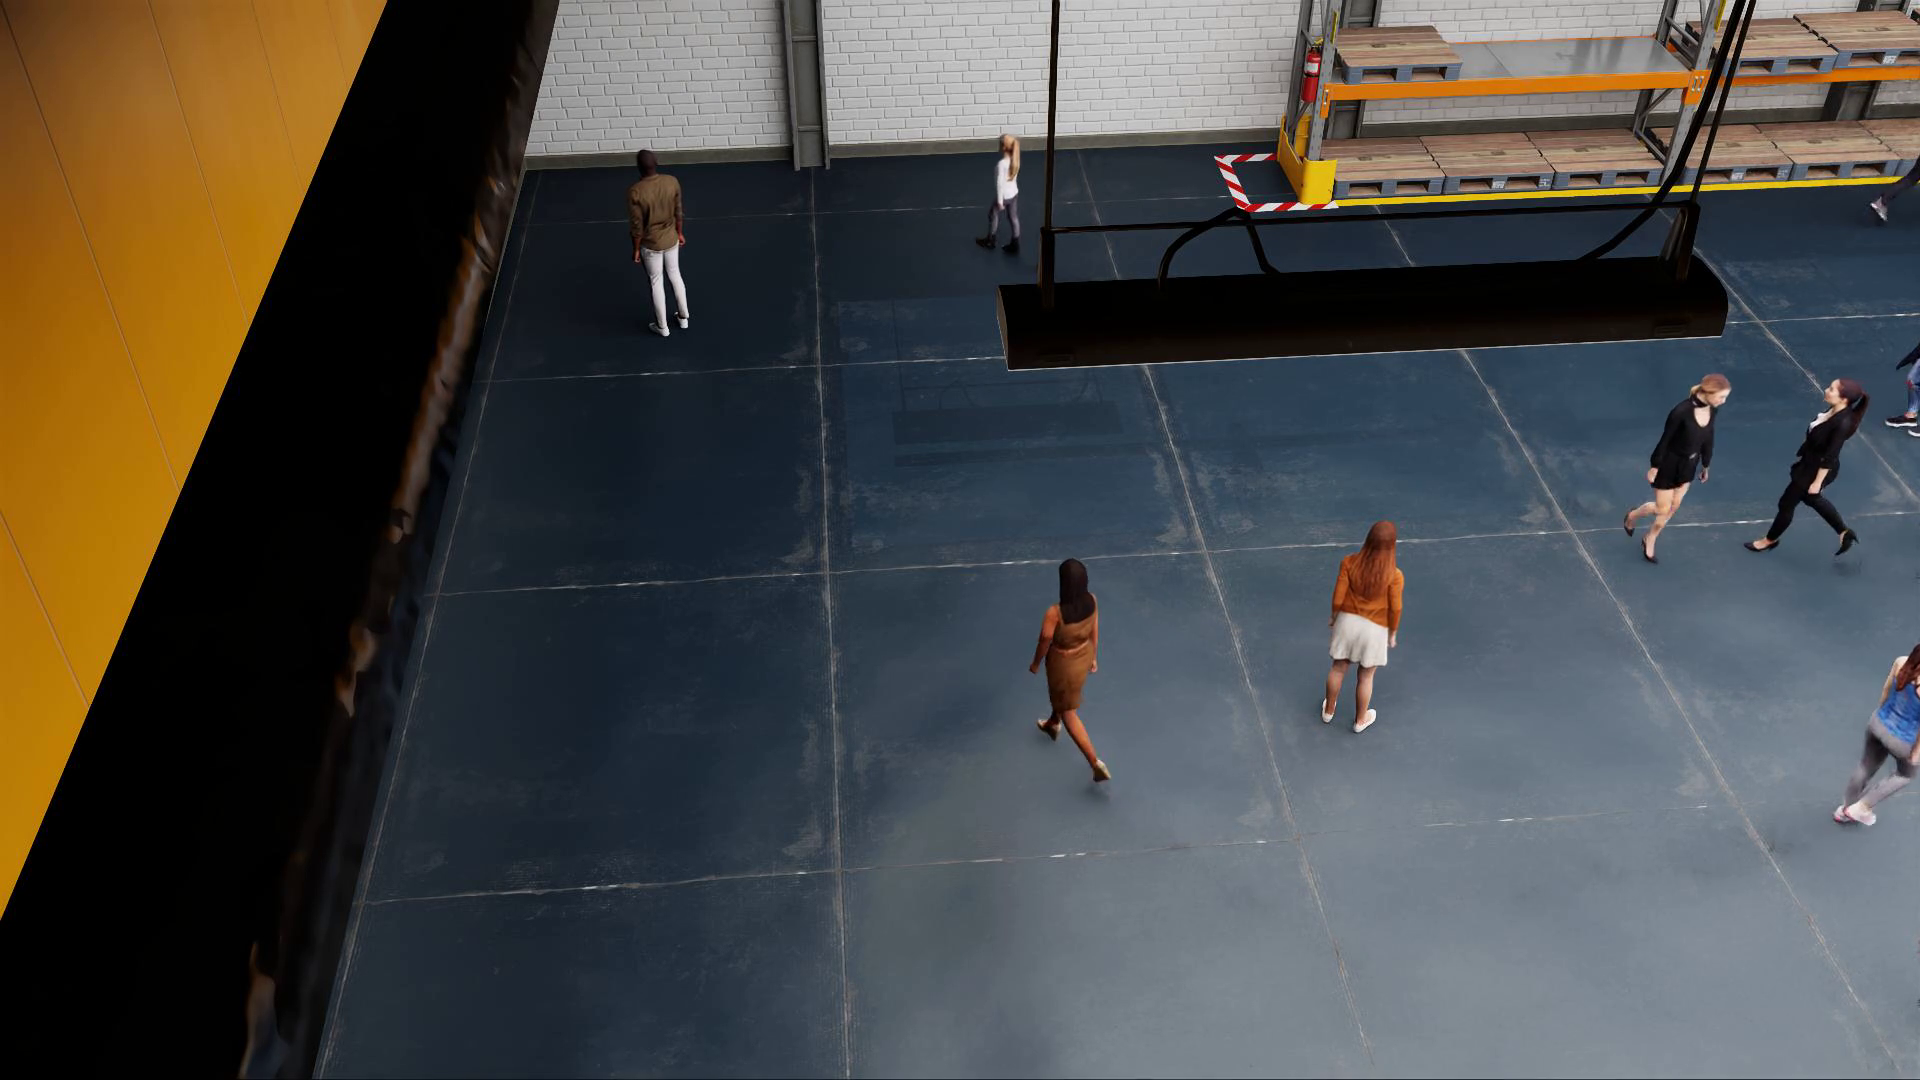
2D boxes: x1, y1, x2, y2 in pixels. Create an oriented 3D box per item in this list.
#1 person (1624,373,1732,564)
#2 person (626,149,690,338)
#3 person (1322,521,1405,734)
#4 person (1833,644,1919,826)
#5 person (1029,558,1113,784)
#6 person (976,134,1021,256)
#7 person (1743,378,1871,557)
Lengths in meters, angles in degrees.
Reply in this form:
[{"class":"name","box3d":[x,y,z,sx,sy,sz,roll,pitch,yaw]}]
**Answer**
[{"class":"person","box3d":[5.395,-0.584,12.654,0.726,1.746,0.782,-14,41,-17]},{"class":"person","box3d":[-2.771,-2.735,15.283,0.733,1.825,0.865,-26,45,-29]},{"class":"person","box3d":[2.710,0.586,11.209,0.680,1.721,0.779,18,42,22]},{"class":"person","box3d":[5.847,1.236,10.492,0.650,1.599,0.642,-12,40,-15]},{"class":"person","box3d":[0.761,0.886,10.885,1.043,1.656,1.003,-29,47,-31]},{"class":"person","box3d":[0.514,-3.423,16.593,0.803,1.266,0.741,27,46,30]},{"class":"person","box3d":[6.588,-0.495,12.629,1.100,1.637,0.914,16,41,19]}]
